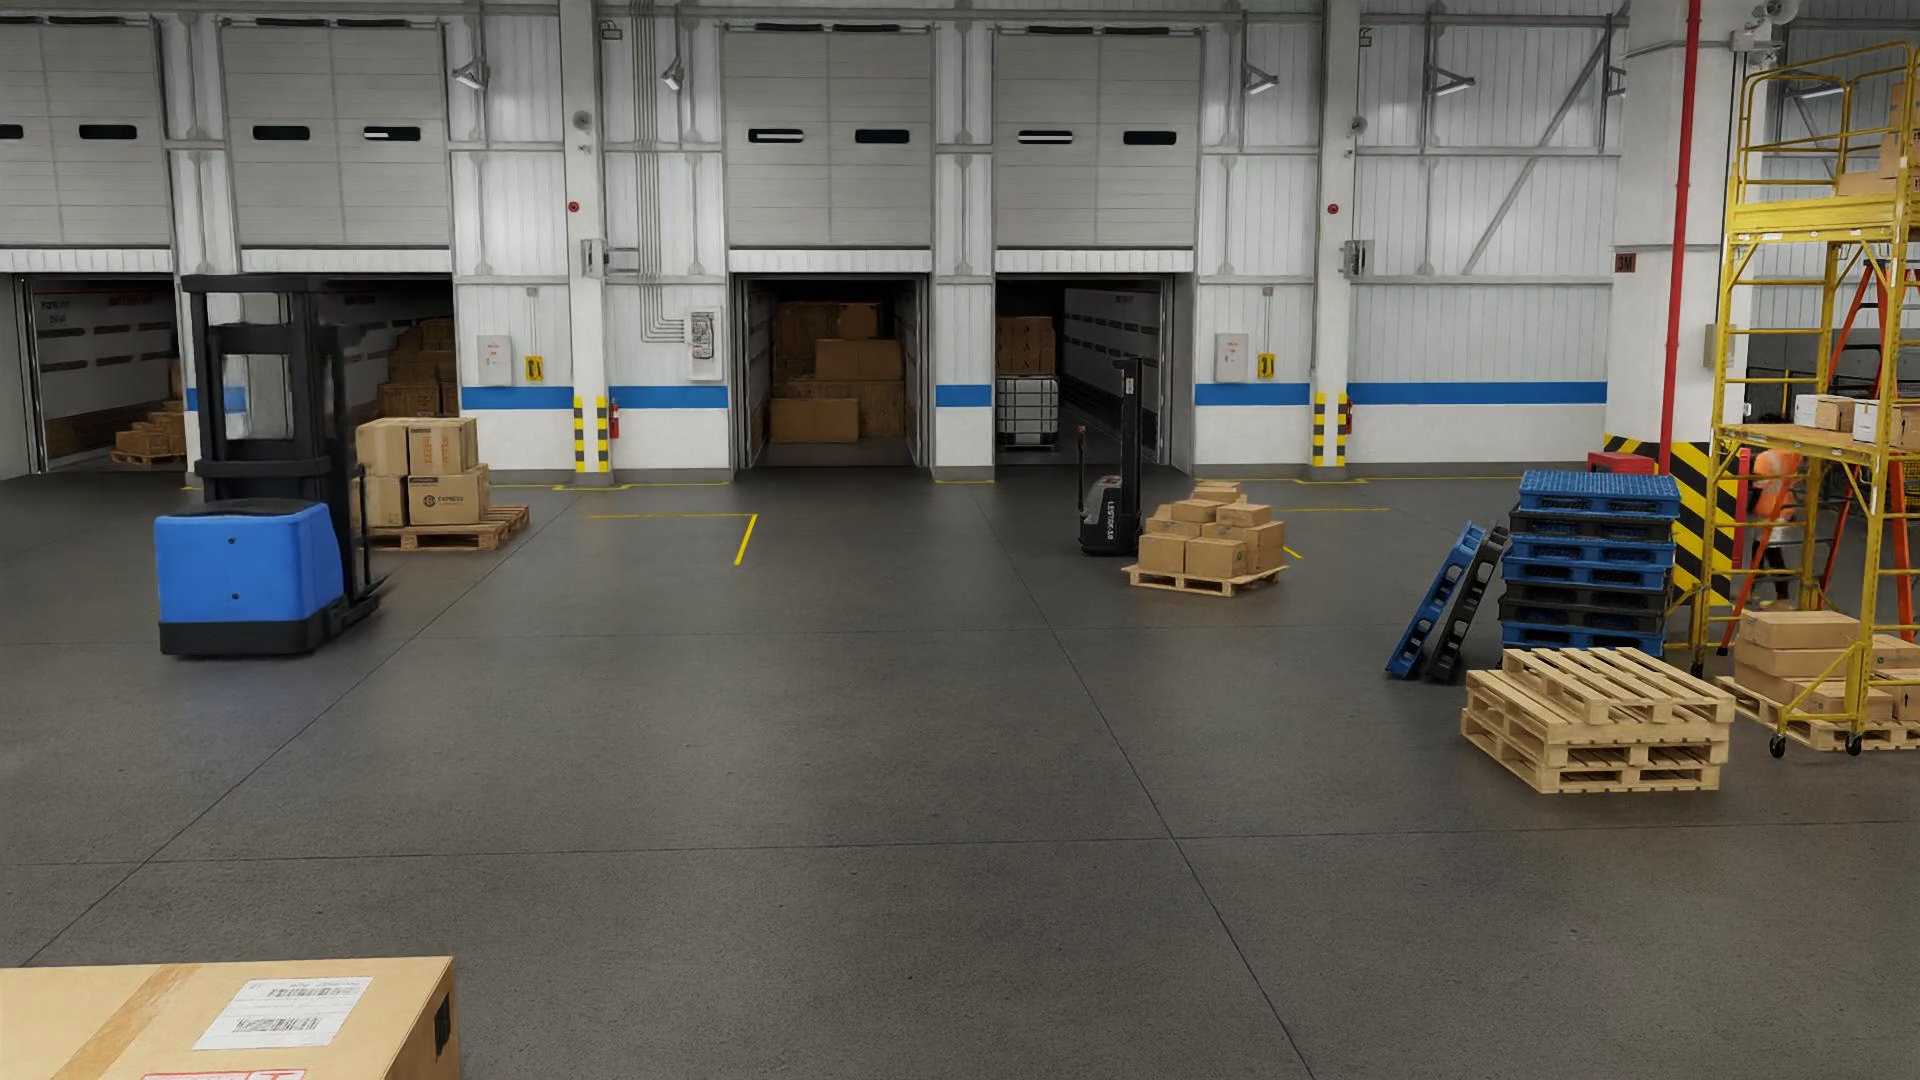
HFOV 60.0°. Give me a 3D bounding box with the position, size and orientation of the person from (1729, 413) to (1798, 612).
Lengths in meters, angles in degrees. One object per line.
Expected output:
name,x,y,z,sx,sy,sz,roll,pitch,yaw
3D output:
person,6.708,-0.231,13.966,0.546,1.664,0.749,-7,12,-39

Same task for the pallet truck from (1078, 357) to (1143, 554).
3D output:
pallet truck,2.088,-0.836,16.757,1.885,1.965,0.823,2,9,13

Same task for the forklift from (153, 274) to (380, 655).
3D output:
forklift,-5.354,-0.640,12.767,1.129,2.768,1.873,-1,9,-4
